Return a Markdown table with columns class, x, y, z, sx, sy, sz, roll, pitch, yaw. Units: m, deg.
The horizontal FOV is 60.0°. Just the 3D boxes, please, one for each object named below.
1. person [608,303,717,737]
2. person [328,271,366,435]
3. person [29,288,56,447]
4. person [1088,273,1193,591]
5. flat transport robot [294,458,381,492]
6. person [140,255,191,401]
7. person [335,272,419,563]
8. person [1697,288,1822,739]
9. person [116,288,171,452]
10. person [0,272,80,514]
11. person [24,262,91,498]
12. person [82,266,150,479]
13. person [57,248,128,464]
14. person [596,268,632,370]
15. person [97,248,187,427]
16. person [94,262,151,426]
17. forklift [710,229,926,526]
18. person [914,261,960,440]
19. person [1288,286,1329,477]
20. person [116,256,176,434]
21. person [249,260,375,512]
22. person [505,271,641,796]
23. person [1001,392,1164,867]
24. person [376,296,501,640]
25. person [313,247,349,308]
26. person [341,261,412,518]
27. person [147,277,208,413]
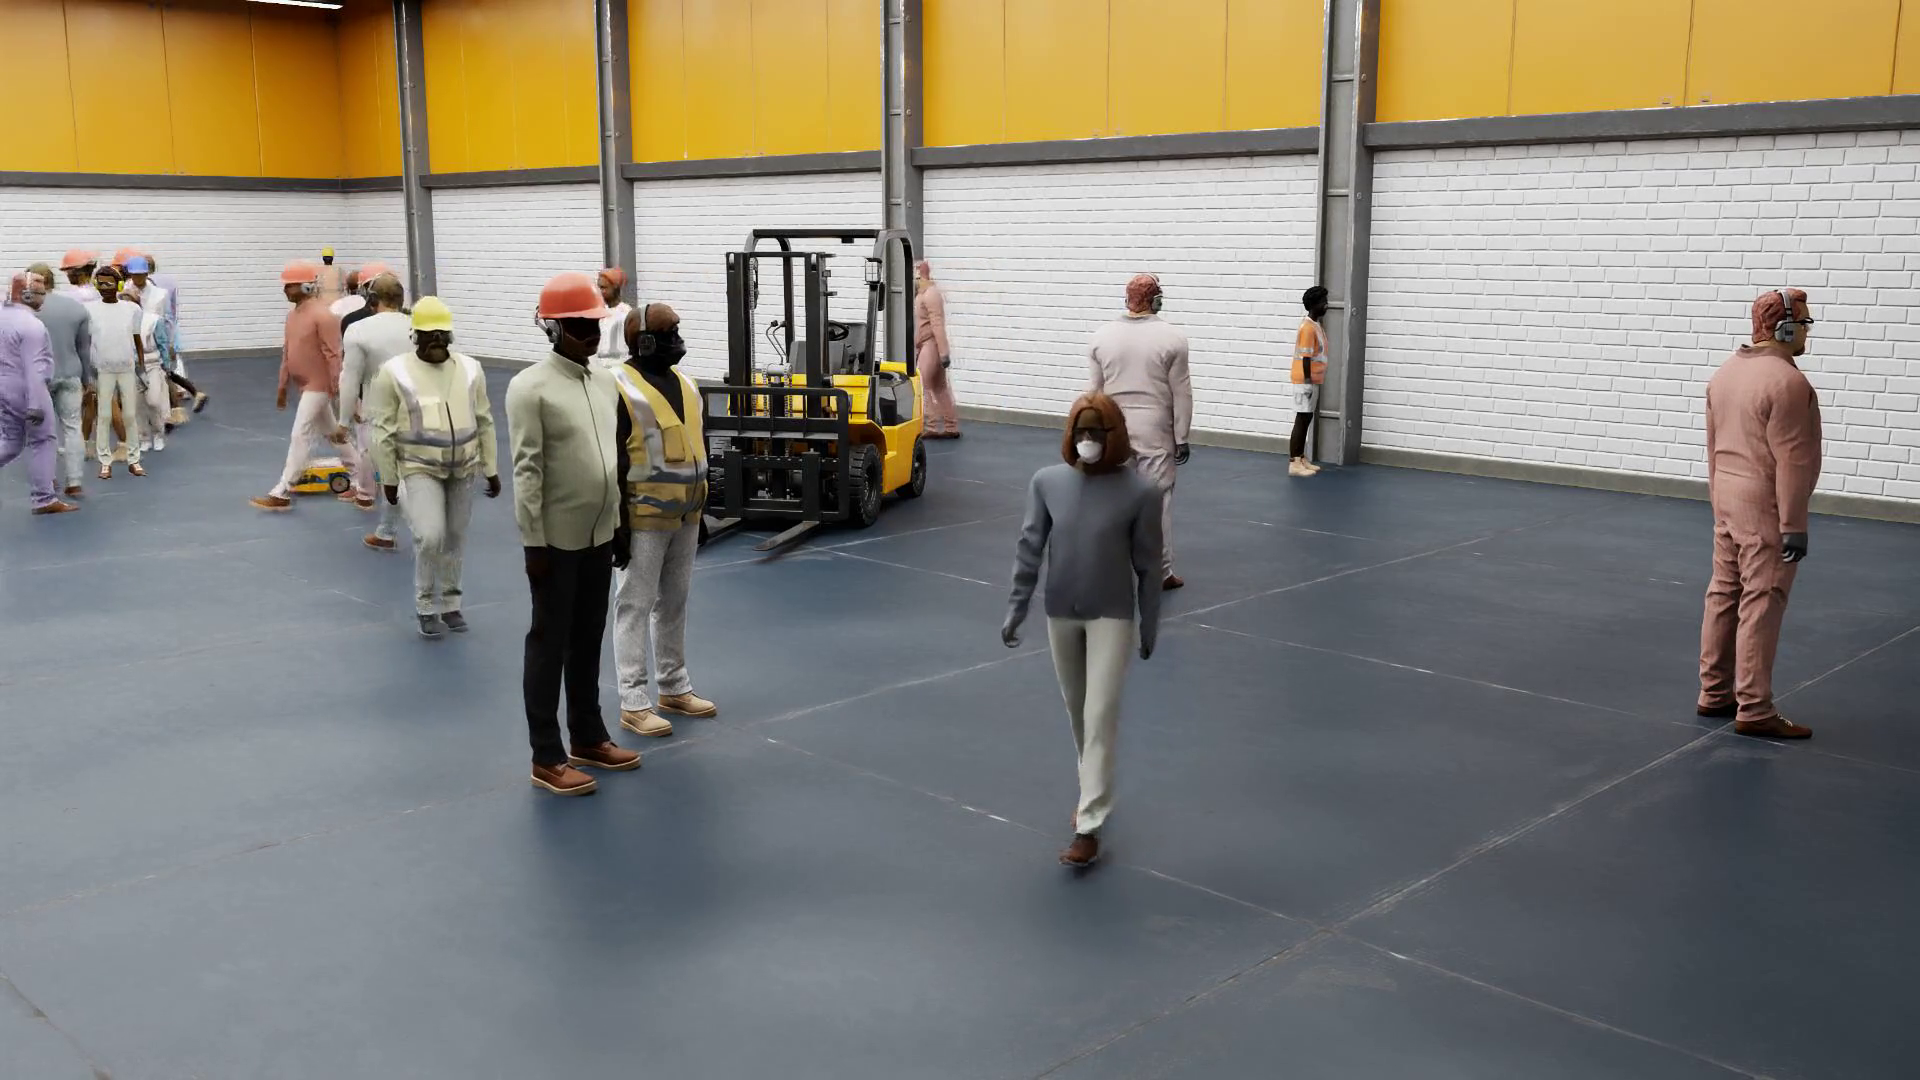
| class | x | y | z | sx | sy | sz | roll | pitch | yaw |
| --- | --- | --- | --- | --- | --- | --- | --- | --- | --- |
| person | -1.302 | -0.095 | 7.201 | 0.429 | 1.846 | 0.625 | 6 | 12 | 28 |
| person | -5.766 | -1.706 | 16.159 | 0.630 | 1.786 | 0.989 | -1 | 10 | -8 |
| person | -8.735 | -1.616 | 15.759 | 0.550 | 1.741 | 0.601 | -7 | 12 | -33 |
| person | 1.097 | -0.641 | 10.007 | 0.646 | 1.908 | 0.408 | 5 | 11 | 25 |
| flat transport robot | -4.982 | -0.588 | 14.178 | 1.431 | 0.197 | 0.652 | -5 | 12 | -25 |
| person | -10.340 | -2.718 | 21.414 | 1.033 | 1.892 | 0.647 | 8 | 13 | 36 |
| person | -3.695 | -0.800 | 10.911 | 0.990 | 1.904 | 0.634 | 8 | 13 | 36 |
| person | 3.458 | -0.117 | 7.146 | 0.407 | 1.909 | 0.638 | -1 | 10 | -5 |
| person | -8.040 | -1.655 | 16.309 | 0.534 | 1.610 | 0.490 | -3 | 11 | -14 |
| person | -7.153 | -1.074 | 12.531 | 0.662 | 1.867 | 0.783 | 7 | 12 | 33 |
| person | -7.435 | -1.306 | 13.608 | 0.641 | 1.910 | 0.732 | -9 | 14 | -41 |
| person | -7.437 | -1.475 | 14.670 | 0.517 | 1.865 | 0.334 | -7 | 13 | -34 |
| person | -8.199 | -1.702 | 15.516 | 0.941 | 1.999 | 0.647 | 0 | 10 | 0 |
| person | -2.856 | -1.299 | 13.704 | 0.442 | 1.863 | 0.603 | -7 | 13 | -35 |
| person | -9.117 | -2.231 | 18.460 | 1.032 | 1.995 | 0.621 | 2 | 11 | 12 |
| person | -9.399 | -2.225 | 18.615 | 0.730 | 1.922 | 0.553 | 2 | 11 | 11 |
| forklift | -1.050 | -1.319 | 12.920 | 1.214 | 2.155 | 2.313 | 2 | 11 | 13 |
| person | -0.292 | -1.961 | 17.319 | 0.655 | 1.866 | 0.663 | 0 | 10 | -1 |
| person | 3.110 | -1.413 | 14.807 | 0.319 | 1.691 | 0.524 | 4 | 11 | 19 |
| person | -8.762 | -2.083 | 17.876 | 0.643 | 1.893 | 0.988 | -6 | 12 | -30 |
| person | -5.110 | -1.215 | 13.059 | 1.046 | 1.938 | 0.646 | -10 | 14 | -43 |
| person | -1.485 | -0.033 | 6.449 | 0.391 | 1.995 | 0.613 | 5 | 11 | 24 |
| person | 0.425 | 0.289 | 5.791 | 0.504 | 1.597 | 0.738 | 5 | 12 | 28 |
| person | -2.731 | -0.375 | 8.822 | 0.597 | 1.814 | 0.542 | -9 | 14 | -40 |
| person | -10.858 | -4.081 | 28.706 | 0.591 | 1.926 | 0.386 | -5 | 11 | -25 |
| person | -4.373 | -1.139 | 12.655 | 0.614 | 1.945 | 1.048 | -8 | 13 | -36 |
| person | -9.156 | -2.219 | 19.277 | 0.632 | 1.663 | 0.572 | -2 | 11 | -9 |
